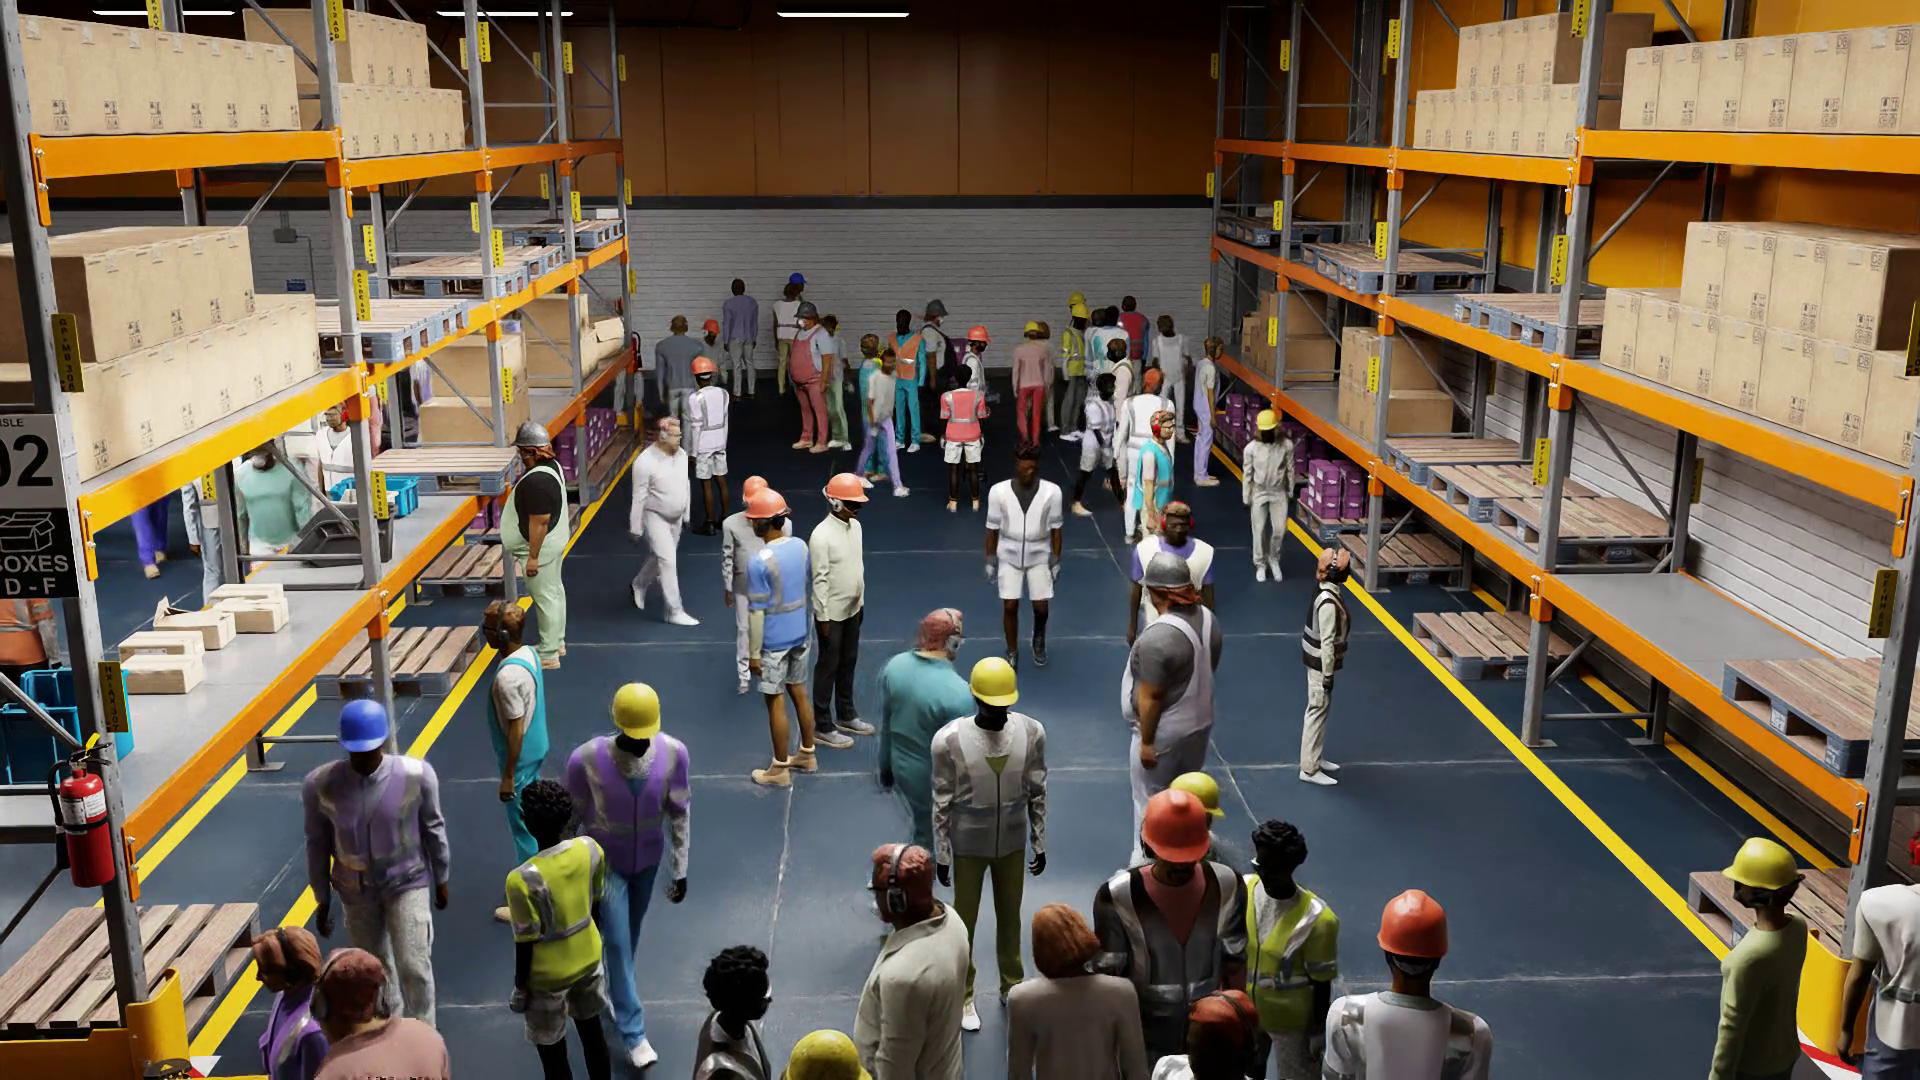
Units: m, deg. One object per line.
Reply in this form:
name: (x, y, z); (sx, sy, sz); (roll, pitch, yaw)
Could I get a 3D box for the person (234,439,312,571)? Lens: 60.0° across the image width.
person: (-5.760, -0.003, 14.004); (0.635, 1.913, 0.810); (-4, 15, -15)

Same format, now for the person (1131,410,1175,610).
person: (1.763, -0.279, 15.201); (0.373, 1.843, 0.570); (4, 15, 16)

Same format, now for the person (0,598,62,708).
person: (-6.235, 0.746, 11.015); (0.585, 1.928, 0.369); (1, 14, 4)

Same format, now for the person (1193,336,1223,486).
person: (3.023, -1.568, 20.288); (0.353, 1.837, 0.511); (-1, 14, -5)

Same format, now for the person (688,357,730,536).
person: (-2.721, -1.007, 17.891); (0.375, 1.931, 0.542); (11, 18, 36)

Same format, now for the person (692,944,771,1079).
person: (-0.810, 2.193, 5.825); (0.323, 1.685, 0.537); (-1, 14, -5)

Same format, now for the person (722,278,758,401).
person: (-3.481, -3.182, 26.429); (0.627, 1.933, 0.368); (-12, 18, -38)

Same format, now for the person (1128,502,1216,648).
person: (1.495, 0.621, 11.692); (0.601, 1.827, 0.490); (-1, 14, -4)

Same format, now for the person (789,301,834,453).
person: (-2.036, -2.191, 22.319); (0.535, 2.000, 0.685); (-12, 18, -38)

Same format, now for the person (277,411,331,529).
person: (-6.949, -0.949, 17.710); (0.591, 1.911, 0.397); (-1, 14, -4)

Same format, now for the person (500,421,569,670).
person: (-3.470, 0.037, 13.573); (0.537, 2.000, 0.682); (-1, 14, -2)

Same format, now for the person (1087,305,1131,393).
person: (2.050, -2.282, 22.960); (0.633, 1.895, 0.434); (4, 15, 17)

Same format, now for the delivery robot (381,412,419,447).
delivery robot: (-7.461, -1.475, 22.286); (0.477, 0.478, 0.707); (6, 15, 21)

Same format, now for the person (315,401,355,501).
person: (-5.838, -0.438, 15.821); (0.571, 1.845, 0.376); (4, 15, 16)

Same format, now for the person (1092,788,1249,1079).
person: (0.806, 1.888, 6.343); (0.614, 2.029, 0.409); (-3, 15, -11)

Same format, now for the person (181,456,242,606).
person: (-6.407, -0.093, 14.362); (0.409, 1.907, 0.598); (8, 16, 27)

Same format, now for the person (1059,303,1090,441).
person: (1.620, -2.338, 23.158); (0.407, 1.917, 0.584); (9, 17, 31)

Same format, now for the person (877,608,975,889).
person: (-0.124, 1.276, 9.019); (0.514, 1.883, 0.666); (-11, 18, -37)

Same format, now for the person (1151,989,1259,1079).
person: (0.777, 2.261, 5.161); (0.575, 1.882, 0.355); (13, 19, 41)

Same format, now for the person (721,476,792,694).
person: (-1.569, 0.349, 12.937); (0.565, 1.745, 0.349); (-1, 14, -2)

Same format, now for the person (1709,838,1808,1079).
person: (3.059, 1.992, 6.460); (0.525, 1.761, 0.340); (-13, 19, -41)

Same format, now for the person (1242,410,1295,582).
person: (2.972, -0.423, 16.017); (0.518, 1.710, 0.469); (1, 14, 4)

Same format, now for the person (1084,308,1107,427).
person: (1.926, -2.299, 23.141); (0.429, 1.843, 0.633); (-3, 15, -12)

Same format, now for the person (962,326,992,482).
person: (0.194, -1.679, 20.537); (0.388, 1.930, 0.544); (0, 14, -2)

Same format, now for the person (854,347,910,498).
person: (-0.976, -1.426, 19.850); (0.521, 1.789, 1.045); (-12, 19, -39)

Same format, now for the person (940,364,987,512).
person: (0.032, -1.159, 18.953); (0.541, 1.695, 0.316); (-2, 14, -8)

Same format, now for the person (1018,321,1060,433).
person: (1.117, -2.303, 23.649); (0.509, 1.608, 0.761); (11, 18, 37)

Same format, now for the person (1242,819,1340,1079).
person: (1.294, 1.935, 6.833); (0.320, 1.688, 0.543); (-13, 19, -42)

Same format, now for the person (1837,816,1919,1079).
person: (3.742, 1.947, 6.480); (0.561, 1.838, 0.393); (5, 15, 18)

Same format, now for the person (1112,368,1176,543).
person: (1.926, -0.880, 17.540); (0.708, 1.868, 0.417); (4, 15, 16)

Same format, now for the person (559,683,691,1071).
person: (-1.574, 1.562, 7.949); (0.648, 1.851, 0.960); (-8, 17, -30)

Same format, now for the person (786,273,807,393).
person: (-2.668, -3.390, 27.204); (0.383, 1.950, 0.605); (2, 14, 9)

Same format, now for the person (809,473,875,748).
person: (-0.843, 0.493, 11.902); (0.407, 1.986, 0.617); (7, 16, 26)
